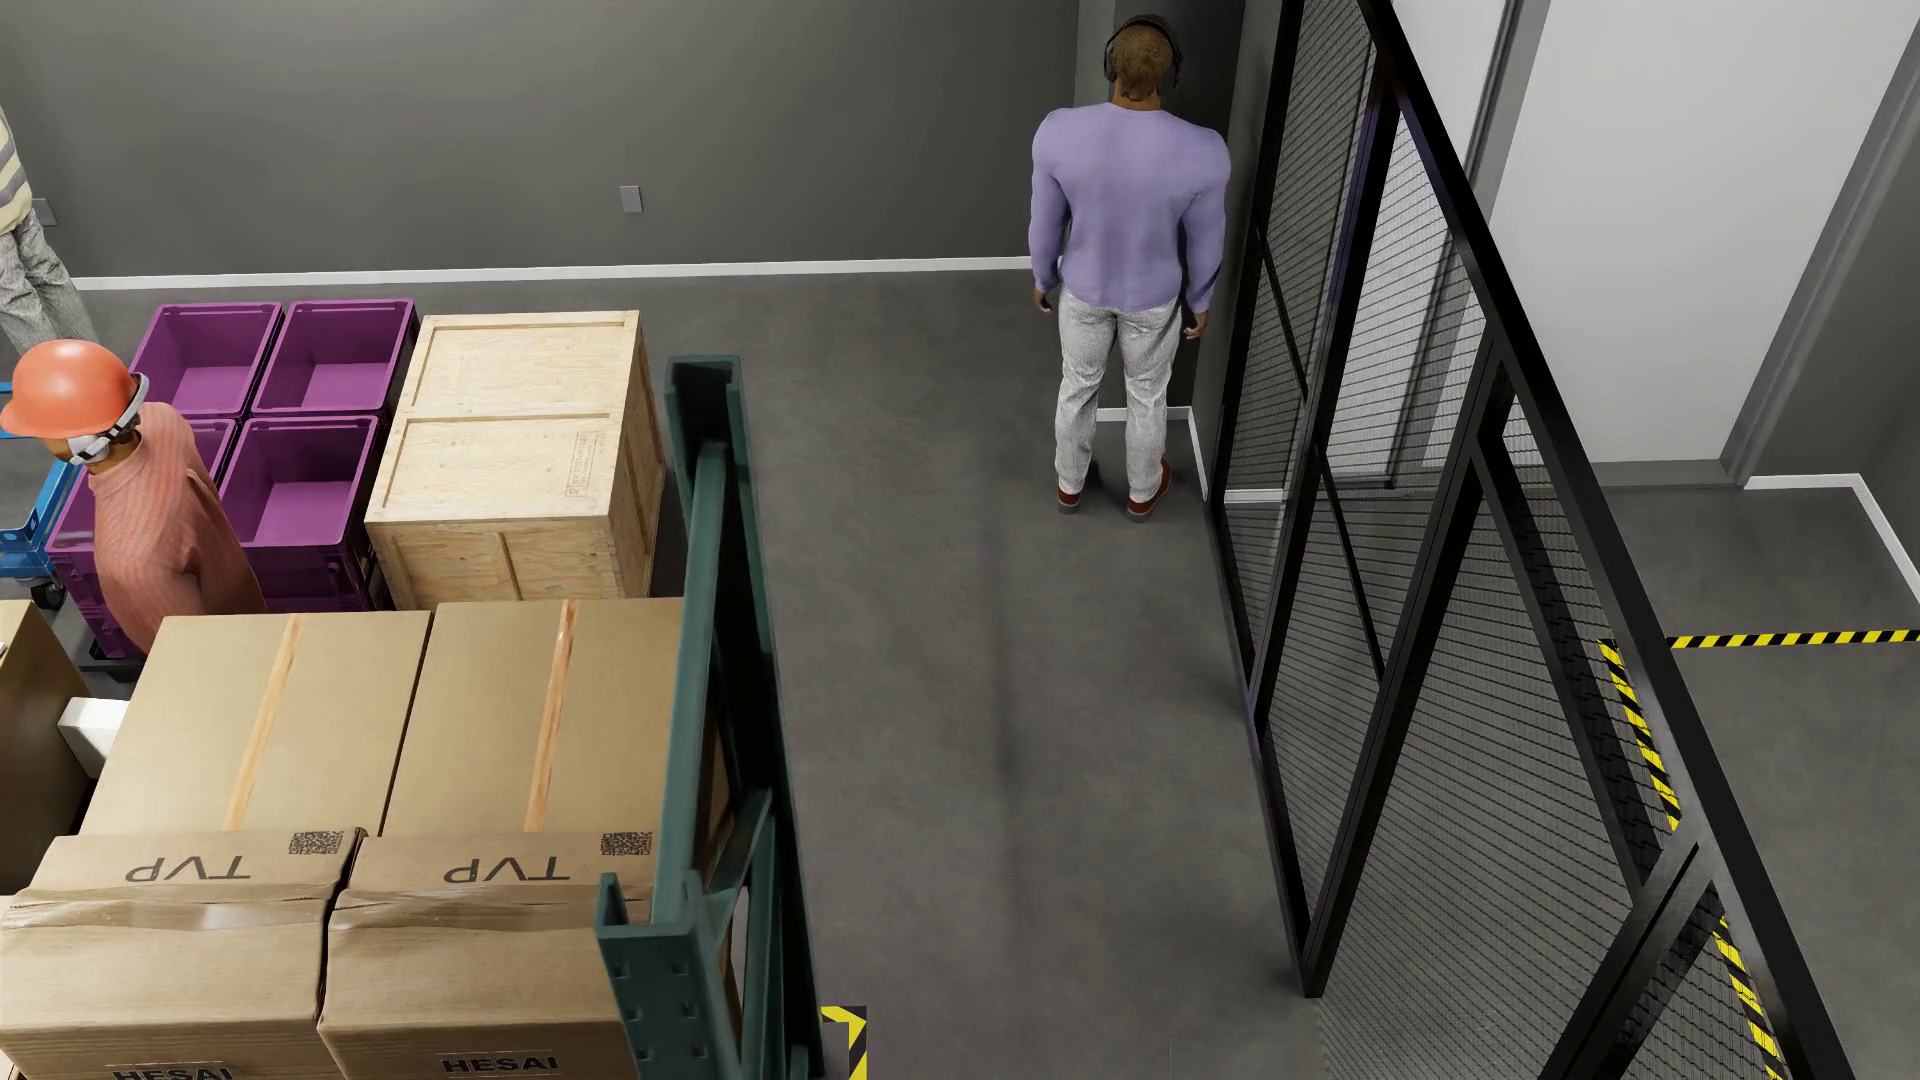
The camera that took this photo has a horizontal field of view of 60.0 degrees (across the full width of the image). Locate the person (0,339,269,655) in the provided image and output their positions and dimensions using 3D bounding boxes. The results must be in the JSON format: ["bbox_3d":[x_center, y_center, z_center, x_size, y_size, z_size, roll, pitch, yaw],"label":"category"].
[{"bbox_3d":[-2.037,0.253,4.476,0.375,1.995,0.610,-12,48,-11],"label":"person"}]

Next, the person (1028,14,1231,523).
[{"bbox_3d":[0.541,-0.844,5.562,0.635,1.937,0.353,10,47,9],"label":"person"}]

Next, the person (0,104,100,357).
[{"bbox_3d":[-3.539,-1.194,5.968,0.404,1.833,0.593,1,46,1],"label":"person"}]
